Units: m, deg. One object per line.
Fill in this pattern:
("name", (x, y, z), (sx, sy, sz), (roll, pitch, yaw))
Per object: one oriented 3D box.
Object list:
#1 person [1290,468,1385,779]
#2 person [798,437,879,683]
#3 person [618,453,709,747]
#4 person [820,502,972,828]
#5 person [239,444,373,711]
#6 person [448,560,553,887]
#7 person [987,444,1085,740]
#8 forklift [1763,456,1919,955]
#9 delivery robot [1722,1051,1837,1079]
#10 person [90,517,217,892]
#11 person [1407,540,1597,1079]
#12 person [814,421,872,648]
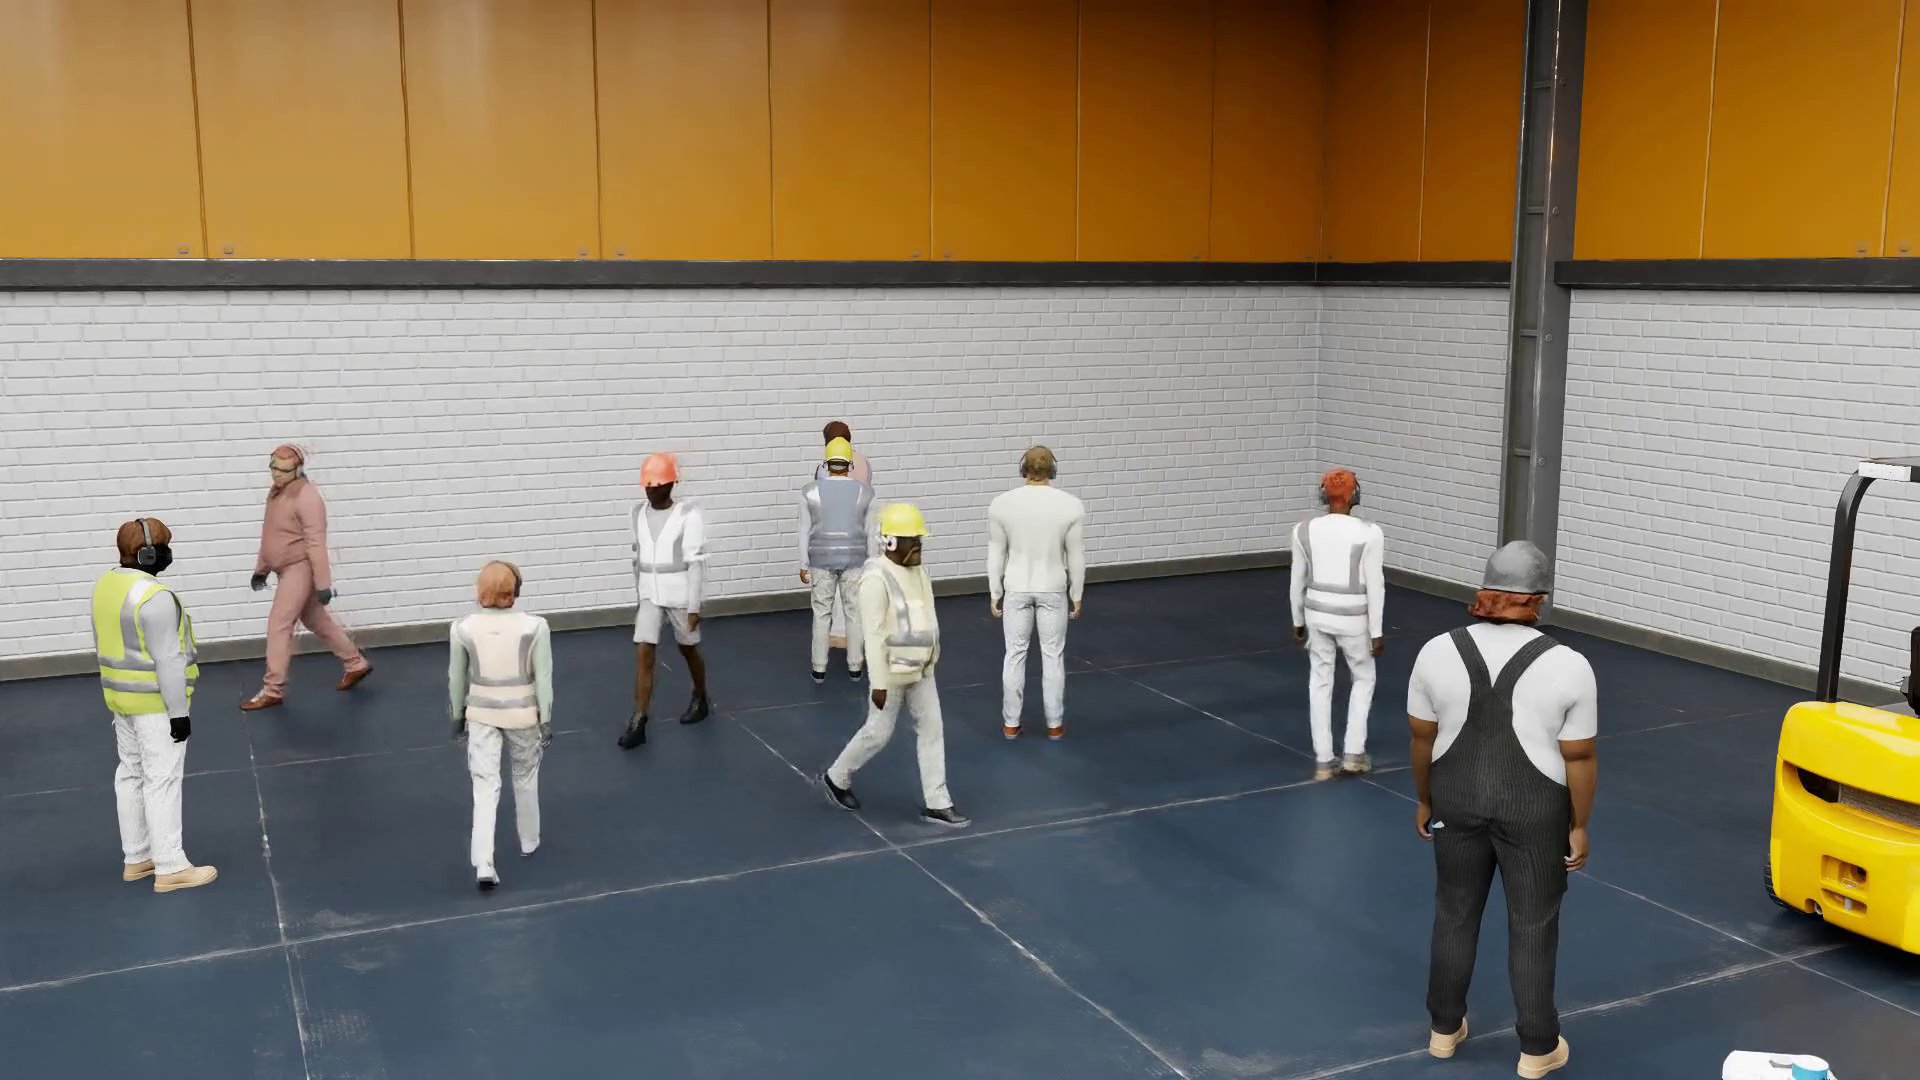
("person", (2.294, 0.491, 10.019), (0.615, 1.874, 0.547), (6, 11, 33))
("person", (-0.900, 0.151, 12.318), (0.596, 1.826, 0.403), (-1, 9, -7))
("person", (-1.914, 0.360, 10.869), (0.549, 1.876, 1.018), (3, 10, 16))
("person", (-0.381, 0.674, 9.148), (0.878, 1.799, 0.603), (5, 11, 29))
("person", (-4.621, 0.230, 11.728), (0.940, 1.858, 0.659), (-7, 11, -36))
("person", (-2.304, 0.903, 8.336), (0.527, 1.603, 0.837), (-1, 9, -6))
("person", (0.491, 0.347, 10.780), (0.631, 1.933, 0.368), (1, 9, 6))
("forklift", (4.857, 0.731, 7.561), (2.313, 2.155, 1.214), (-4, 10, -25))
("delivery robot", (2.668, 1.873, 5.252), (0.477, 0.478, 0.707), (2, 9, 10))
("person", (-3.983, 0.802, 8.210), (0.634, 1.841, 0.429), (7, 11, 36))
("person", (2.084, 1.001, 6.361), (0.688, 2.000, 0.535), (6, 11, 33))
("person", (-0.973, -0.047, 13.489), (0.429, 1.839, 0.627), (6, 11, 31))
